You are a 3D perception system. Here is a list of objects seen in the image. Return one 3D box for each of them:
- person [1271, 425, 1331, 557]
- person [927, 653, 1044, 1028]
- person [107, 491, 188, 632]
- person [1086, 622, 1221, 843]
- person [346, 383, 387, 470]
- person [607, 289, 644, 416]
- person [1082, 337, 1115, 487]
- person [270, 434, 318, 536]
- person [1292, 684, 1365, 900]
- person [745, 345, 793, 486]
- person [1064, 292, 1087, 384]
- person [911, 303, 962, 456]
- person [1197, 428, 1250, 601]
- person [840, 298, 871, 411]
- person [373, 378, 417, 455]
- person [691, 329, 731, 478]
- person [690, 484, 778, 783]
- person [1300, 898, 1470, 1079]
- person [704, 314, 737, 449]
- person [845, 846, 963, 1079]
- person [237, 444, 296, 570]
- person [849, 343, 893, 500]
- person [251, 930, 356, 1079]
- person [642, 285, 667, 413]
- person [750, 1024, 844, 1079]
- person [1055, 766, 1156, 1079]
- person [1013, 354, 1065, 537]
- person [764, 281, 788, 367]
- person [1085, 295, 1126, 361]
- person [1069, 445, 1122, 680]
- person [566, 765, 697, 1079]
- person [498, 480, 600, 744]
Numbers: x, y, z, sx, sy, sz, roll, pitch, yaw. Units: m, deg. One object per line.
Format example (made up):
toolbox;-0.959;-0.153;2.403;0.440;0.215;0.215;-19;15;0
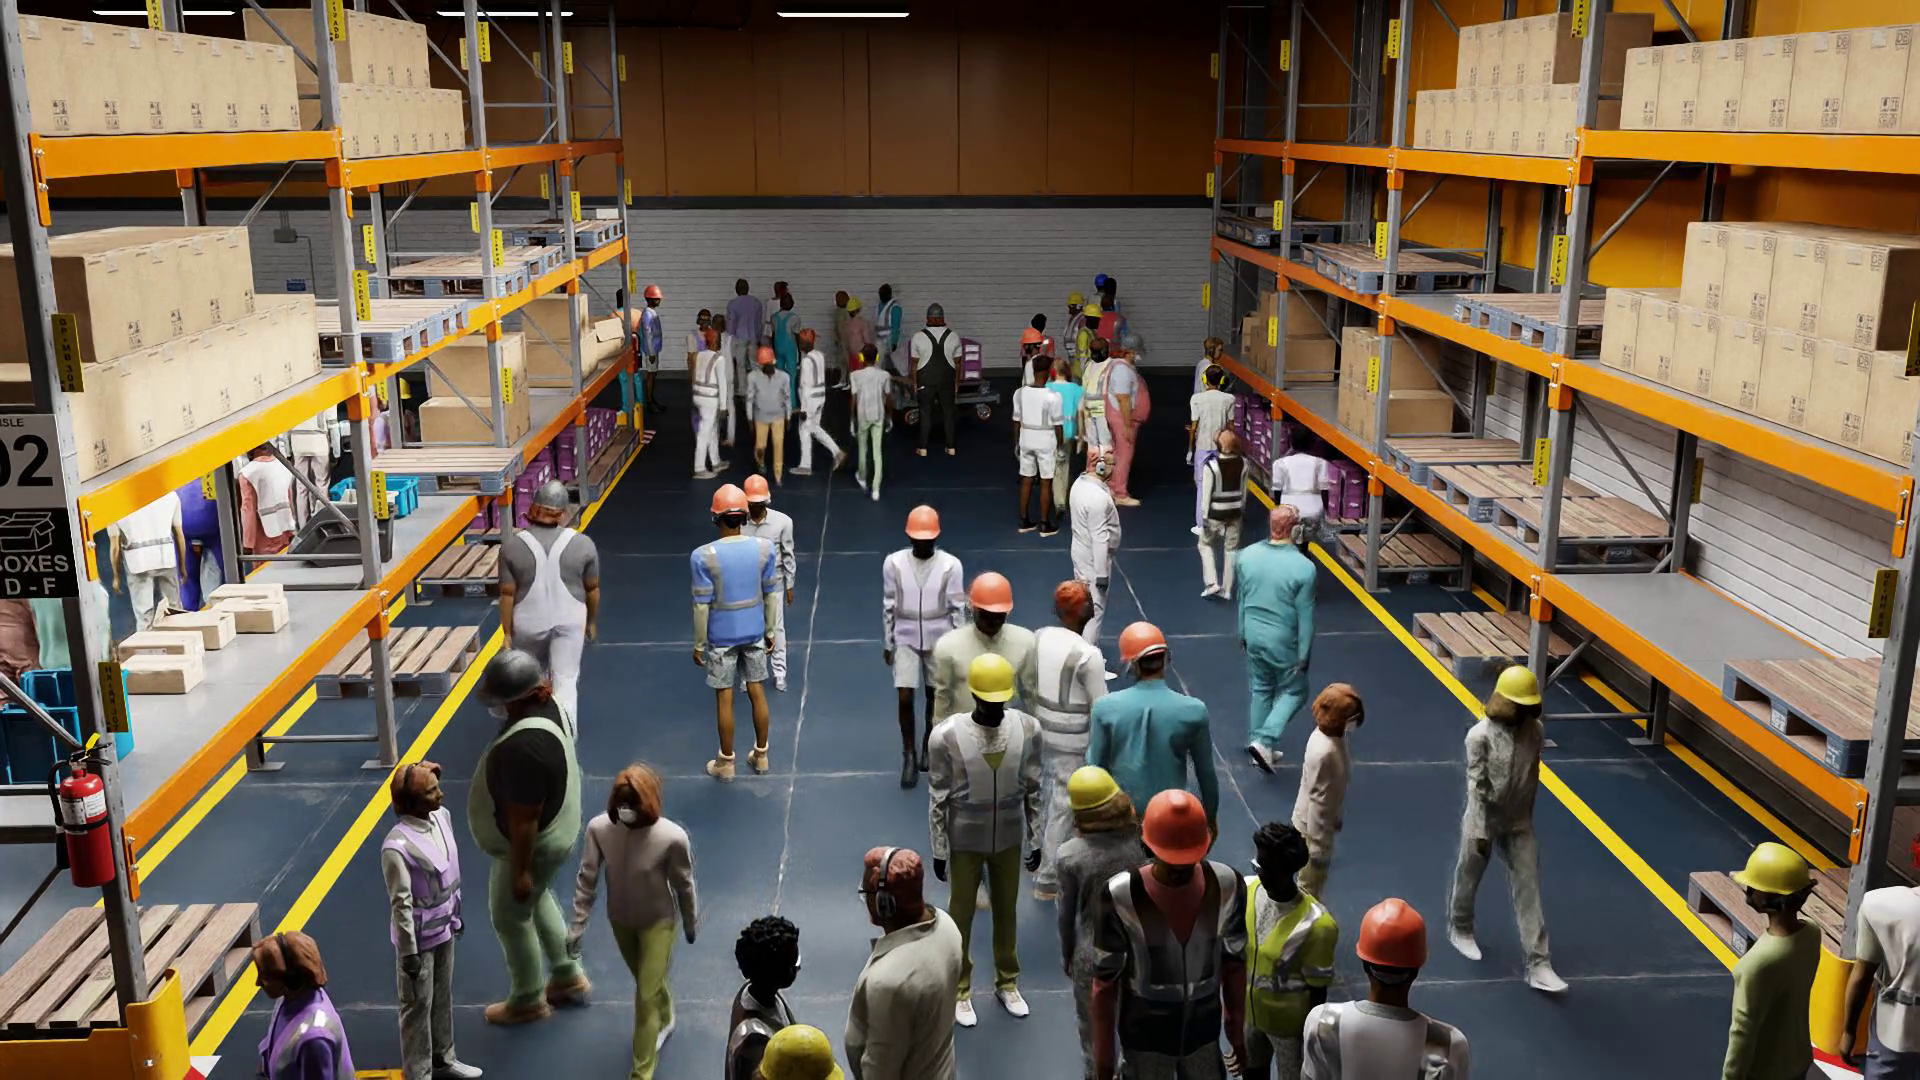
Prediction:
person;3.172;-0.239;15.482;0.528;1.632;0.900;-1;14;-2
person;0.137;1.466;8.205;0.585;1.921;0.396;-4;15;-16
person;-6.408;0.240;13.162;0.563;1.847;0.393;-11;18;-38
person;0.995;1.365;8.557;0.686;1.928;0.931;3;15;13
person;-7.569;-1.870;21.177;0.618;1.986;0.408;3;15;13
person;-5.011;-2.814;25.010;0.590;1.920;0.399;-13;19;-42
person;1.680;-1.541;20.177;0.429;1.839;0.622;-9;17;-32
person;-7.122;-0.985;17.913;0.575;1.880;0.358;-7;16;-27
person;1.877;1.503;8.665;0.363;1.617;0.564;8;16;28
person;-2.345;-1.546;20.390;0.576;1.735;0.587;-3;15;-13
person;1.791;-2.891;25.510;0.403;1.823;0.593;-3;15;-13
person;-0.329;-2.152;22.168;0.686;2.000;0.536;-3;15;-10
person;2.446;-0.230;15.444;0.531;1.625;0.361;-5;15;-19
person;-1.601;-2.826;25.398;0.544;1.746;0.365;13;20;42
person;-5.556;-0.661;16.546;0.384;1.924;0.589;3;15;13
person;-3.127;-1.713;20.852;0.683;1.848;0.596;-12;18;-39
person;-1.530;0.628;11.251;0.611;2.043;0.374;-8;17;-30
person;1.410;2.125;5.608;0.543;1.929;0.386;6;16;24
person;-3.305;-2.176;22.715;0.545;1.810;0.807;-11;18;-36
person;-0.218;2.019;6.095;0.400;1.893;0.658;4;15;17
person;-5.881;-0.046;14.172;0.401;1.909;0.599;3;15;13
person;-1.061;-1.434;19.795;0.554;1.812;0.990;-3;15;-11
person;-2.338;2.165;6.038;0.320;1.631;0.523;-8;16;-29
person;-4.652;-2.904;25.326;0.371;1.935;0.551;-1;14;-5
person;-0.509;2.317;5.237;0.320;1.738;0.483;6;15;23
person;0.735;1.823;7.241;0.658;1.697;0.411;2;14;8
person;0.847;-1.015;17.861;0.609;1.960;0.371;10;17;33
person;-2.962;-3.276;27.000;0.402;1.834;0.562;-8;16;-29
person;2.187;-2.757;24.969;0.629;1.835;0.432;3;15;13
person;1.093;0.174;13.326;0.402;1.899;0.646;-2;14;-10
person;-1.479;1.774;7.669;0.501;1.583;0.884;4;15;16
person;-2.842;0.546;11.577;0.693;2.000;0.994;-4;15;-15
